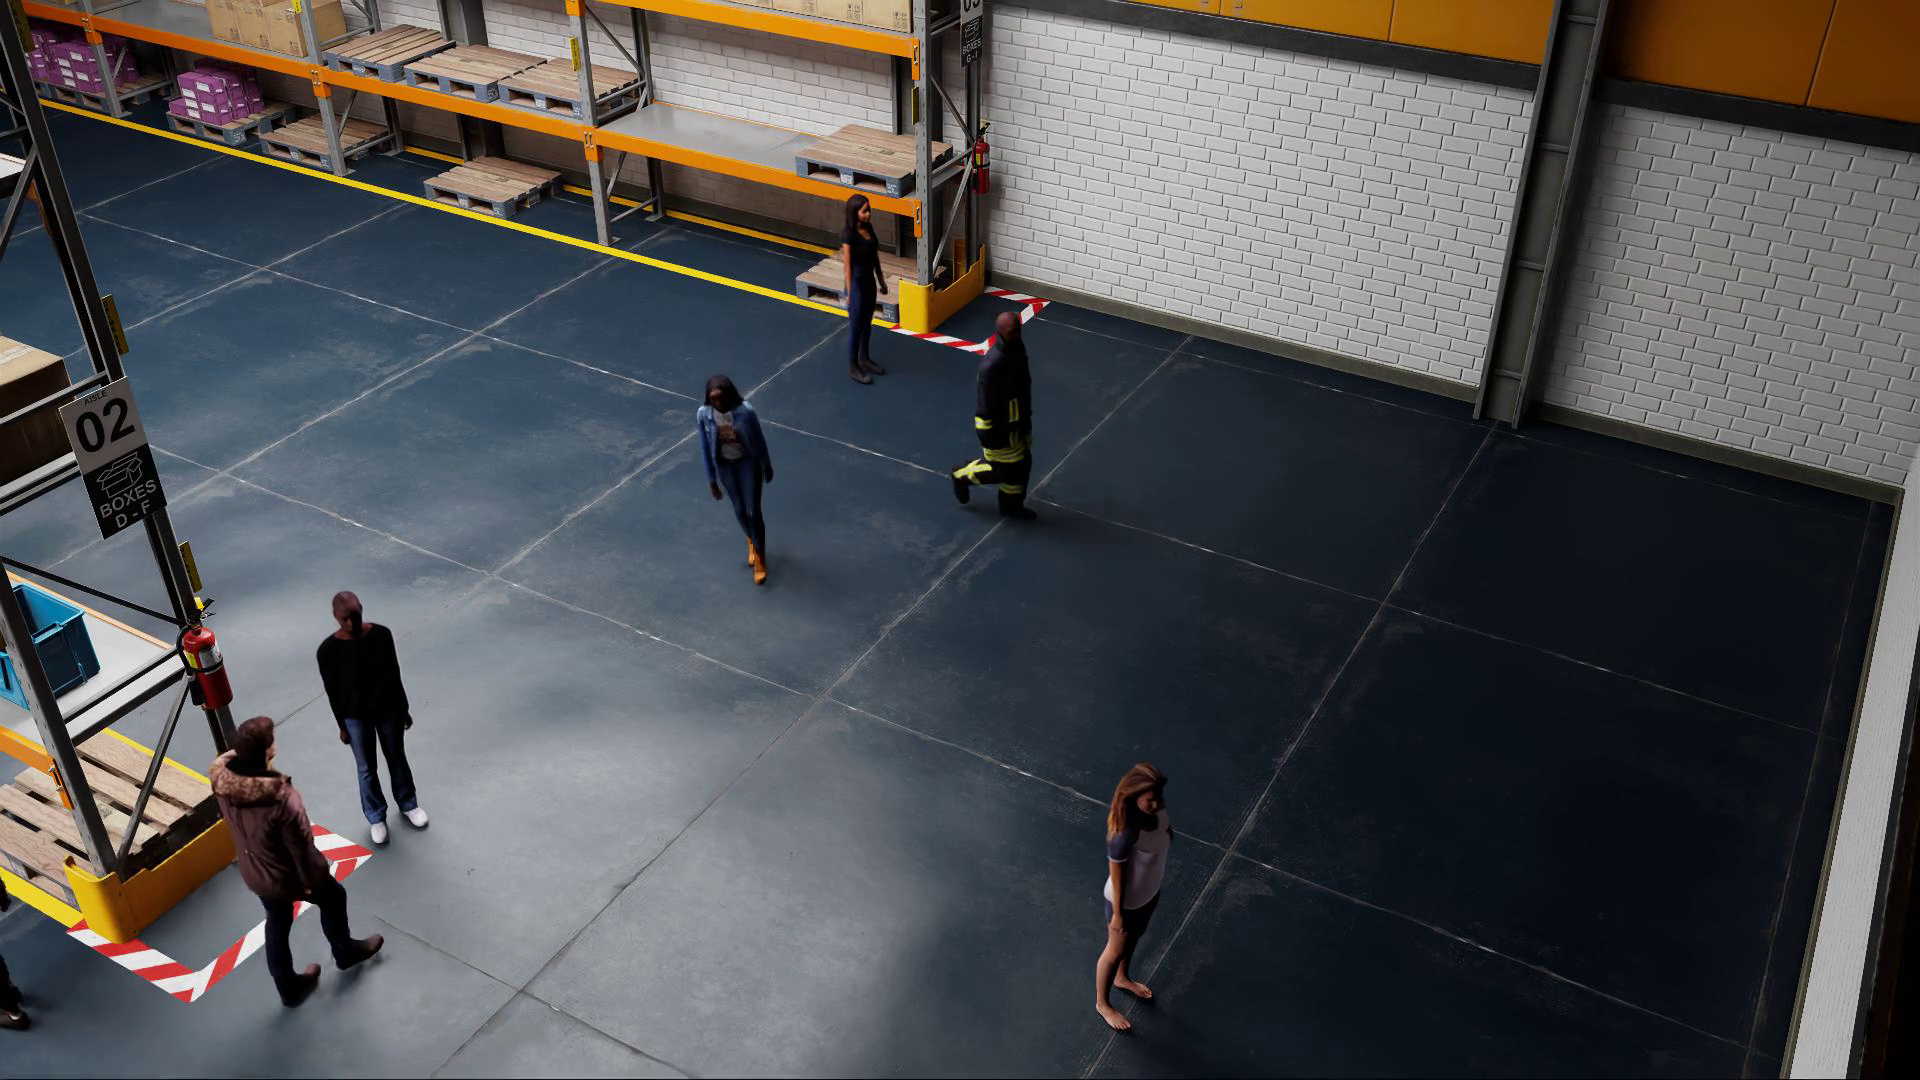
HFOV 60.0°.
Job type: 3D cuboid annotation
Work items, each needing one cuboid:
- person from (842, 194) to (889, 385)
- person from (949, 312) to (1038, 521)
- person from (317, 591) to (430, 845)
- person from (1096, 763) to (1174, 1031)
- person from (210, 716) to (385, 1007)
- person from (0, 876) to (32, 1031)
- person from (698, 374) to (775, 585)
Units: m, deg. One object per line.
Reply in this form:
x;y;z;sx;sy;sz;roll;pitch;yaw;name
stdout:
-0.919;-2.292;14.936;0.543;1.738;0.566;17;37;24;person
0.269;-0.965;12.877;0.939;1.807;0.722;17;37;24;person
-3.522;1.023;9.937;0.672;1.749;0.671;-21;39;-28;person
0.901;1.834;8.736;0.557;1.729;0.616;21;39;28;person
-3.643;1.760;8.766;0.776;1.818;0.830;15;37;22;person
-5.144;2.014;8.706;0.685;1.462;0.687;6;34;9;person
-1.641;-0.555;12.371;0.843;1.683;0.882;0;34;0;person
